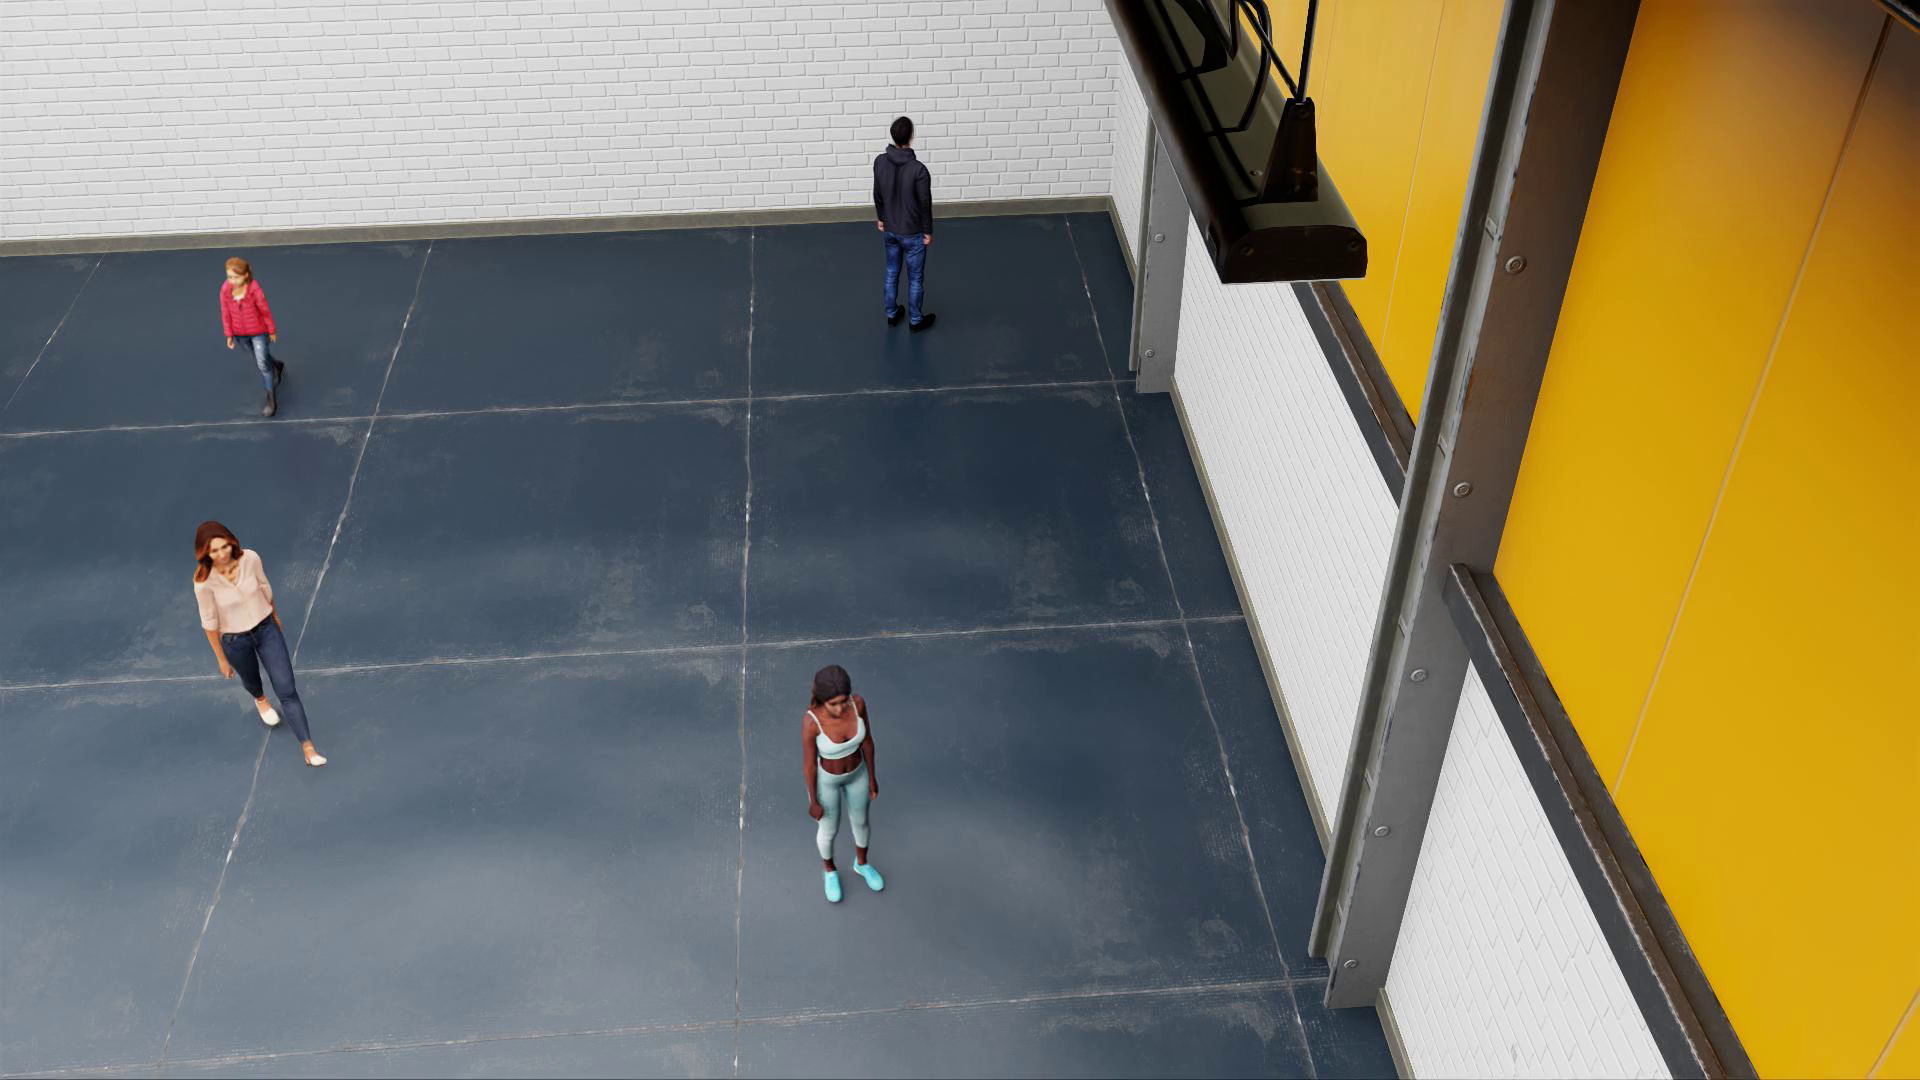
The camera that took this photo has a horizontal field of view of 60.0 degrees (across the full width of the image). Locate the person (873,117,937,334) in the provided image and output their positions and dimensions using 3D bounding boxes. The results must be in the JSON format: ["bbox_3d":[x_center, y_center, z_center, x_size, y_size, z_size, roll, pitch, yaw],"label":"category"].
[{"bbox_3d":[-0.472,-2.615,13.872,0.764,1.893,0.770,19,42,22],"label":"person"}]

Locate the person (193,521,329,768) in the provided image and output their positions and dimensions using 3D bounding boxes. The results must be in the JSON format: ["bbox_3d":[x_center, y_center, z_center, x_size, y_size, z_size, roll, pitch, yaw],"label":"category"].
[{"bbox_3d":[-4.323,0.554,10.028,1.058,1.738,1.226,-28,47,-31],"label":"person"}]

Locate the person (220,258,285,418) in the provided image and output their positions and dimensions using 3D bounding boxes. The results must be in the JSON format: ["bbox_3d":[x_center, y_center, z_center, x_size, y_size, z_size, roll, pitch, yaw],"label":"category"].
[{"bbox_3d":[-5.591,-1.674,13.176,0.596,1.291,0.926,2,39,3],"label":"person"}]

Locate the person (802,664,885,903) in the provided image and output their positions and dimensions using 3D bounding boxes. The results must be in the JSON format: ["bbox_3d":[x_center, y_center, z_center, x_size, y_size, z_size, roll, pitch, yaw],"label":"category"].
[{"bbox_3d":[-0.659,1.310,9.094,0.644,1.722,0.651,-19,42,-22],"label":"person"}]
